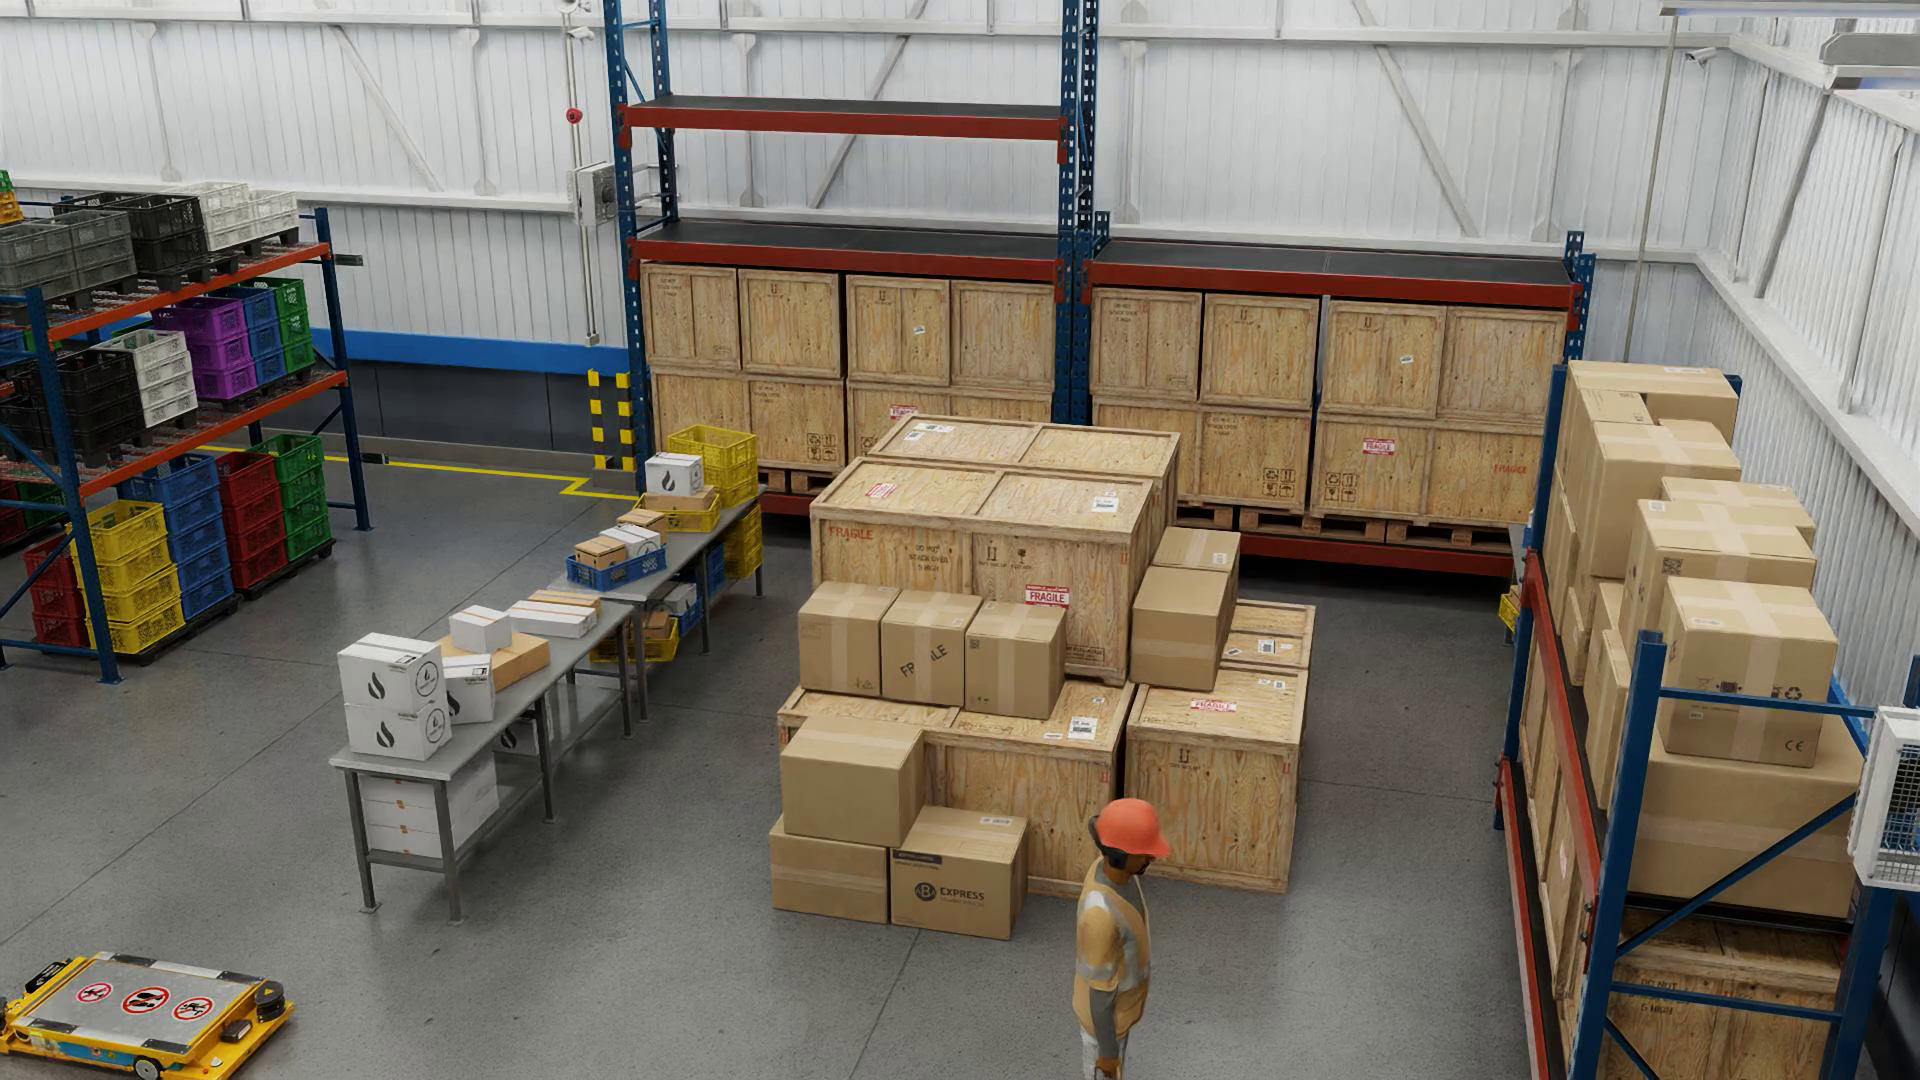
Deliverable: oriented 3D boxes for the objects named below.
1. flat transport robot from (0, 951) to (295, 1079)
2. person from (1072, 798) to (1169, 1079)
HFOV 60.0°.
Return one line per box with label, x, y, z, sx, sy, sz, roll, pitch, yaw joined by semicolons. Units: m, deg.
flat transport robot;-4.270;2.464;8.601;1.431;0.231;0.659;5;22;13
person;0.684;2.033;7.250;0.378;2.041;0.603;4;21;10
